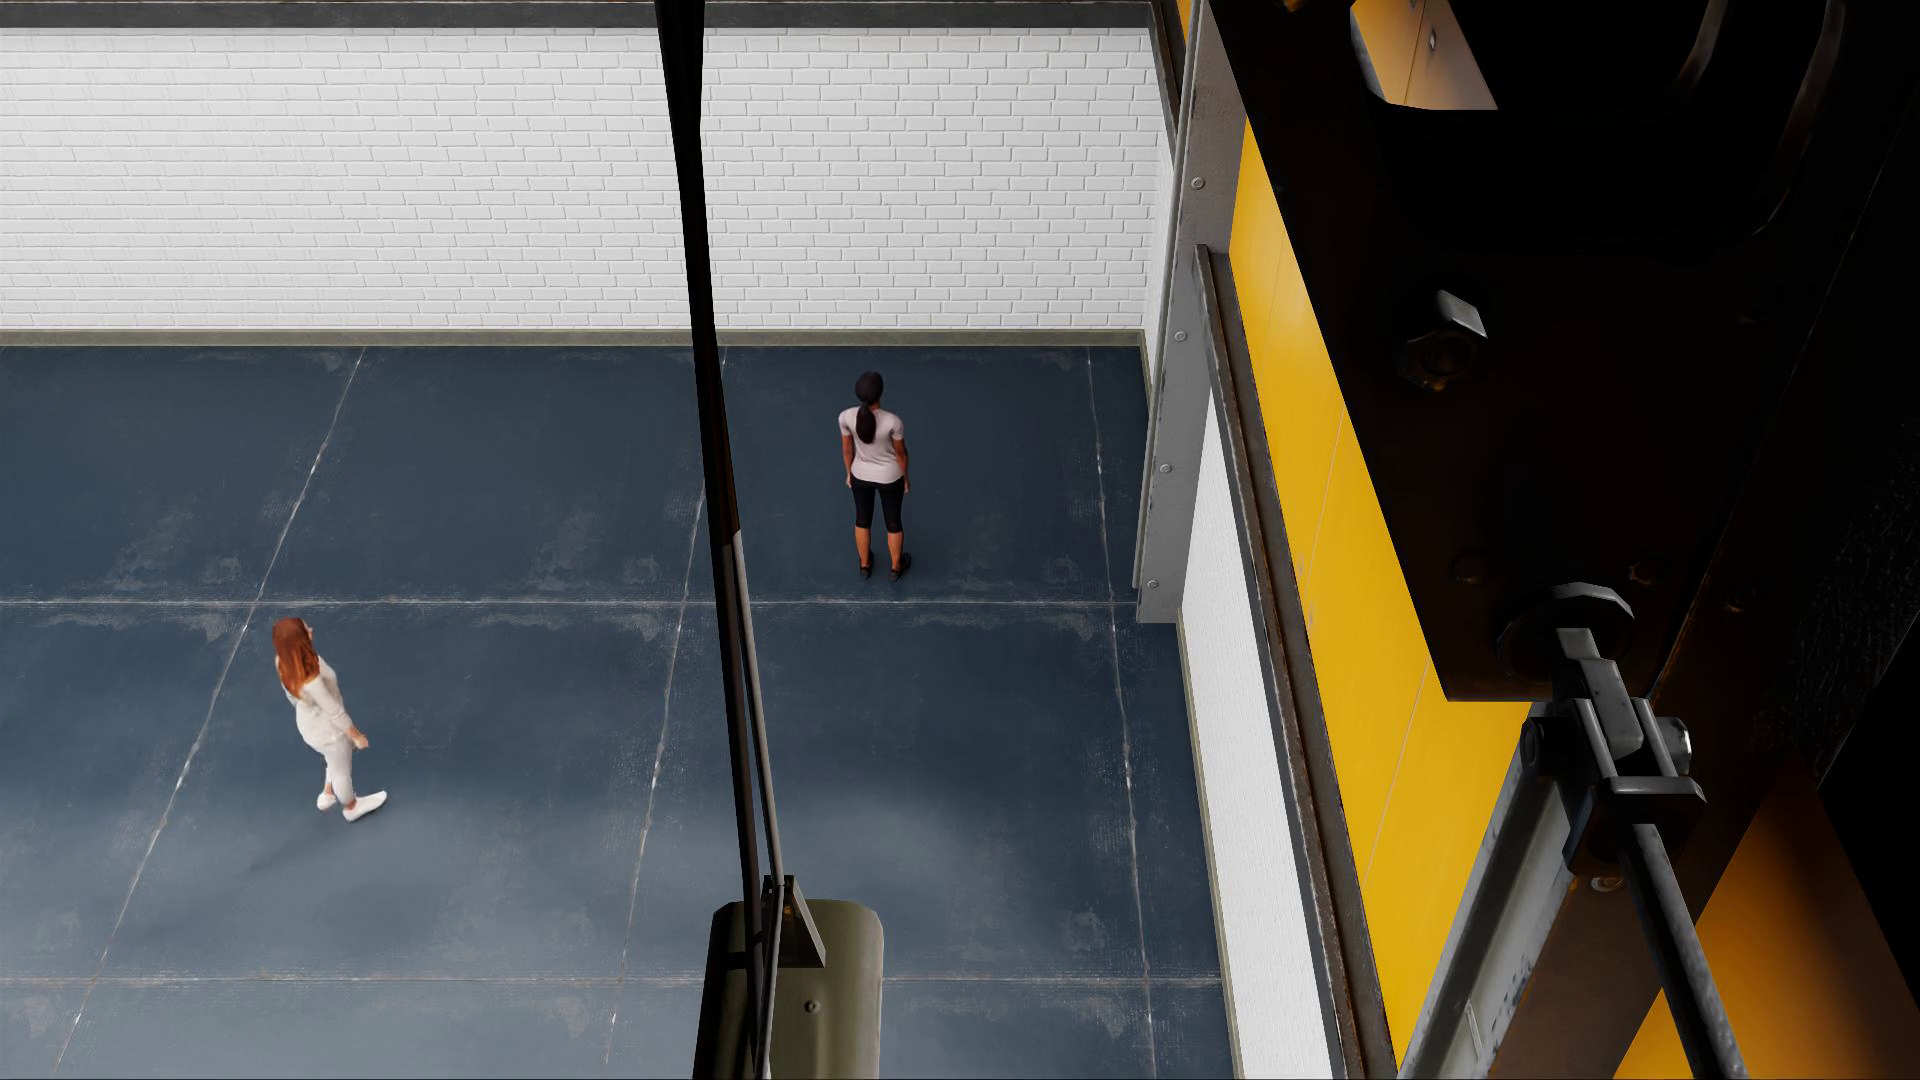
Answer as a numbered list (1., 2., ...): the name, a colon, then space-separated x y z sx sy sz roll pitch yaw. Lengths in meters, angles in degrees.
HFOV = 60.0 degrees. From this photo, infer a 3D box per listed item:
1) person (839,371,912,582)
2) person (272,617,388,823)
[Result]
1. person: -0.570 -0.424 11.292 0.645 1.747 0.592 7 44 8
2. person: -3.778 1.121 9.702 0.793 1.702 0.726 -31 51 -28
